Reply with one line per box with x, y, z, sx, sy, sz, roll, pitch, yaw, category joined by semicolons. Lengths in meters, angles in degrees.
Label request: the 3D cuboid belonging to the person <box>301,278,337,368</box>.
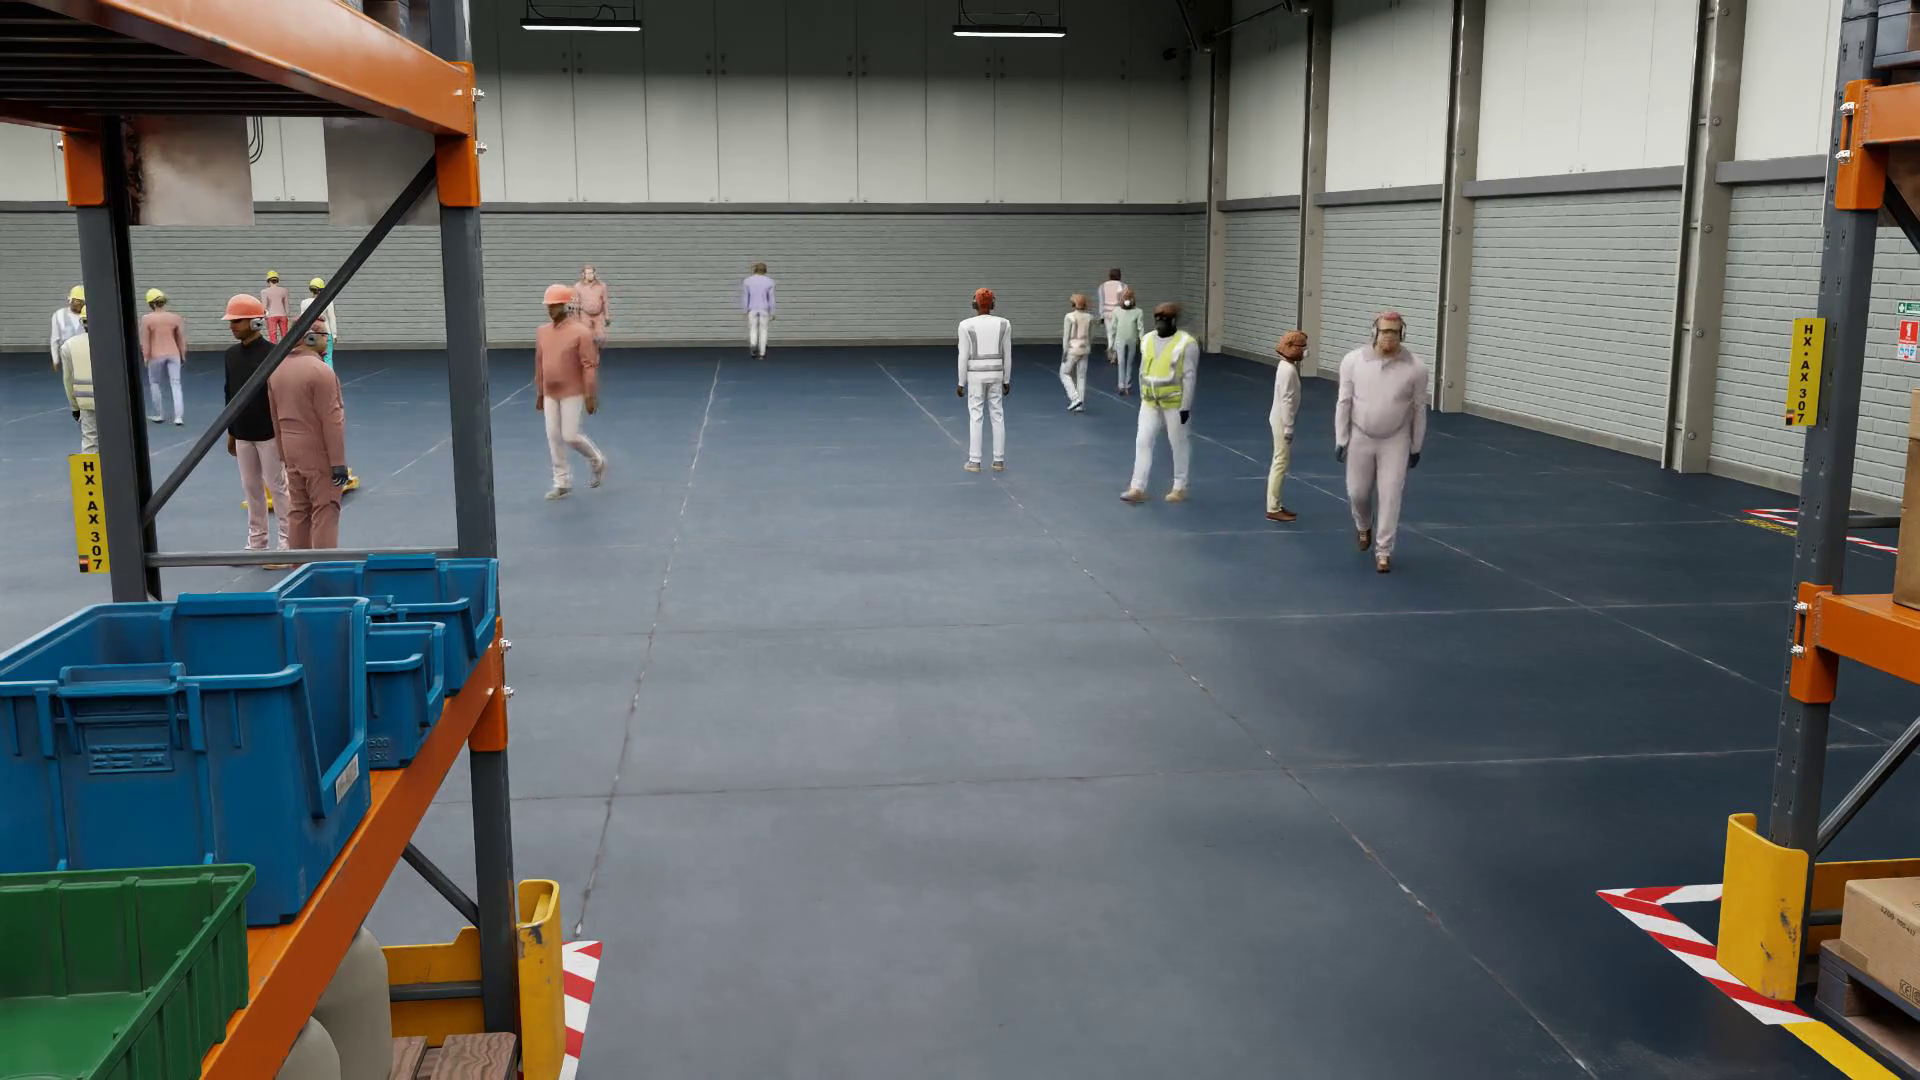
-10.001;-3.205;25.998;0.530;1.768;0.312;0;10;-2;person

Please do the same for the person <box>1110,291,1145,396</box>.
2.539;-2.978;25.219;0.519;1.579;0.842;1;10;4;person

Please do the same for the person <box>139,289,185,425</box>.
-10.263;-2.346;21.379;0.561;1.722;0.834;-10;14;-43;person

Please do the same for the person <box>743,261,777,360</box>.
-3.913;-4.494;32.619;0.660;1.925;0.429;1;10;7;person

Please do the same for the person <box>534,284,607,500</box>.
-3.623;-1.370;15.357;0.619;1.977;0.589;5;12;28;person

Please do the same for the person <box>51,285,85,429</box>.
-11.112;-2.311;20.989;0.612;1.807;0.634;-4;11;-21;person

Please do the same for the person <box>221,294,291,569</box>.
-5.102;-0.779;12.067;0.622;1.992;0.396;5;11;25;person

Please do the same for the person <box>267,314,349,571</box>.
-4.301;-0.562;11.129;0.651;1.904;0.403;7;13;35;person

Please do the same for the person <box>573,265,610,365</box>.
-6.779;-4.102;30.563;0.660;1.890;0.485;-5;11;-23;person

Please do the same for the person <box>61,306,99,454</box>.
-7.744;-1.234;15.016;0.603;1.828;0.404;1;10;8;person

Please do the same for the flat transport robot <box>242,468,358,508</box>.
-6.013;-0.489;15.203;0.652;0.197;1.431;-1;10;-6;flat transport robot

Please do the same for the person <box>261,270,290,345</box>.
-12.960;-4.210;31.505;0.524;1.770;0.315;-10;14;-43;person

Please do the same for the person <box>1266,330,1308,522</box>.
2.778;-0.969;14.138;0.298;1.623;0.506;2;11;11;person

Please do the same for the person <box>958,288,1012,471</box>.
0.250;-1.643;17.116;0.572;1.883;0.356;-3;11;-16;person

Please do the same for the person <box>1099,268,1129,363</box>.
2.930;-4.265;31.661;0.628;1.825;0.631;6;12;31;person

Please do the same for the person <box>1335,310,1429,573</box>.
3.077;-0.743;12.161;0.642;1.882;0.723;3;11;18;person

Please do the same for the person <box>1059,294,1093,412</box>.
1.602;-2.557;22.800;0.547;1.626;0.366;-8;13;-36;person

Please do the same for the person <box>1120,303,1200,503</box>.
1.788;-1.215;14.972;0.656;1.806;0.863;9;13;39;person
